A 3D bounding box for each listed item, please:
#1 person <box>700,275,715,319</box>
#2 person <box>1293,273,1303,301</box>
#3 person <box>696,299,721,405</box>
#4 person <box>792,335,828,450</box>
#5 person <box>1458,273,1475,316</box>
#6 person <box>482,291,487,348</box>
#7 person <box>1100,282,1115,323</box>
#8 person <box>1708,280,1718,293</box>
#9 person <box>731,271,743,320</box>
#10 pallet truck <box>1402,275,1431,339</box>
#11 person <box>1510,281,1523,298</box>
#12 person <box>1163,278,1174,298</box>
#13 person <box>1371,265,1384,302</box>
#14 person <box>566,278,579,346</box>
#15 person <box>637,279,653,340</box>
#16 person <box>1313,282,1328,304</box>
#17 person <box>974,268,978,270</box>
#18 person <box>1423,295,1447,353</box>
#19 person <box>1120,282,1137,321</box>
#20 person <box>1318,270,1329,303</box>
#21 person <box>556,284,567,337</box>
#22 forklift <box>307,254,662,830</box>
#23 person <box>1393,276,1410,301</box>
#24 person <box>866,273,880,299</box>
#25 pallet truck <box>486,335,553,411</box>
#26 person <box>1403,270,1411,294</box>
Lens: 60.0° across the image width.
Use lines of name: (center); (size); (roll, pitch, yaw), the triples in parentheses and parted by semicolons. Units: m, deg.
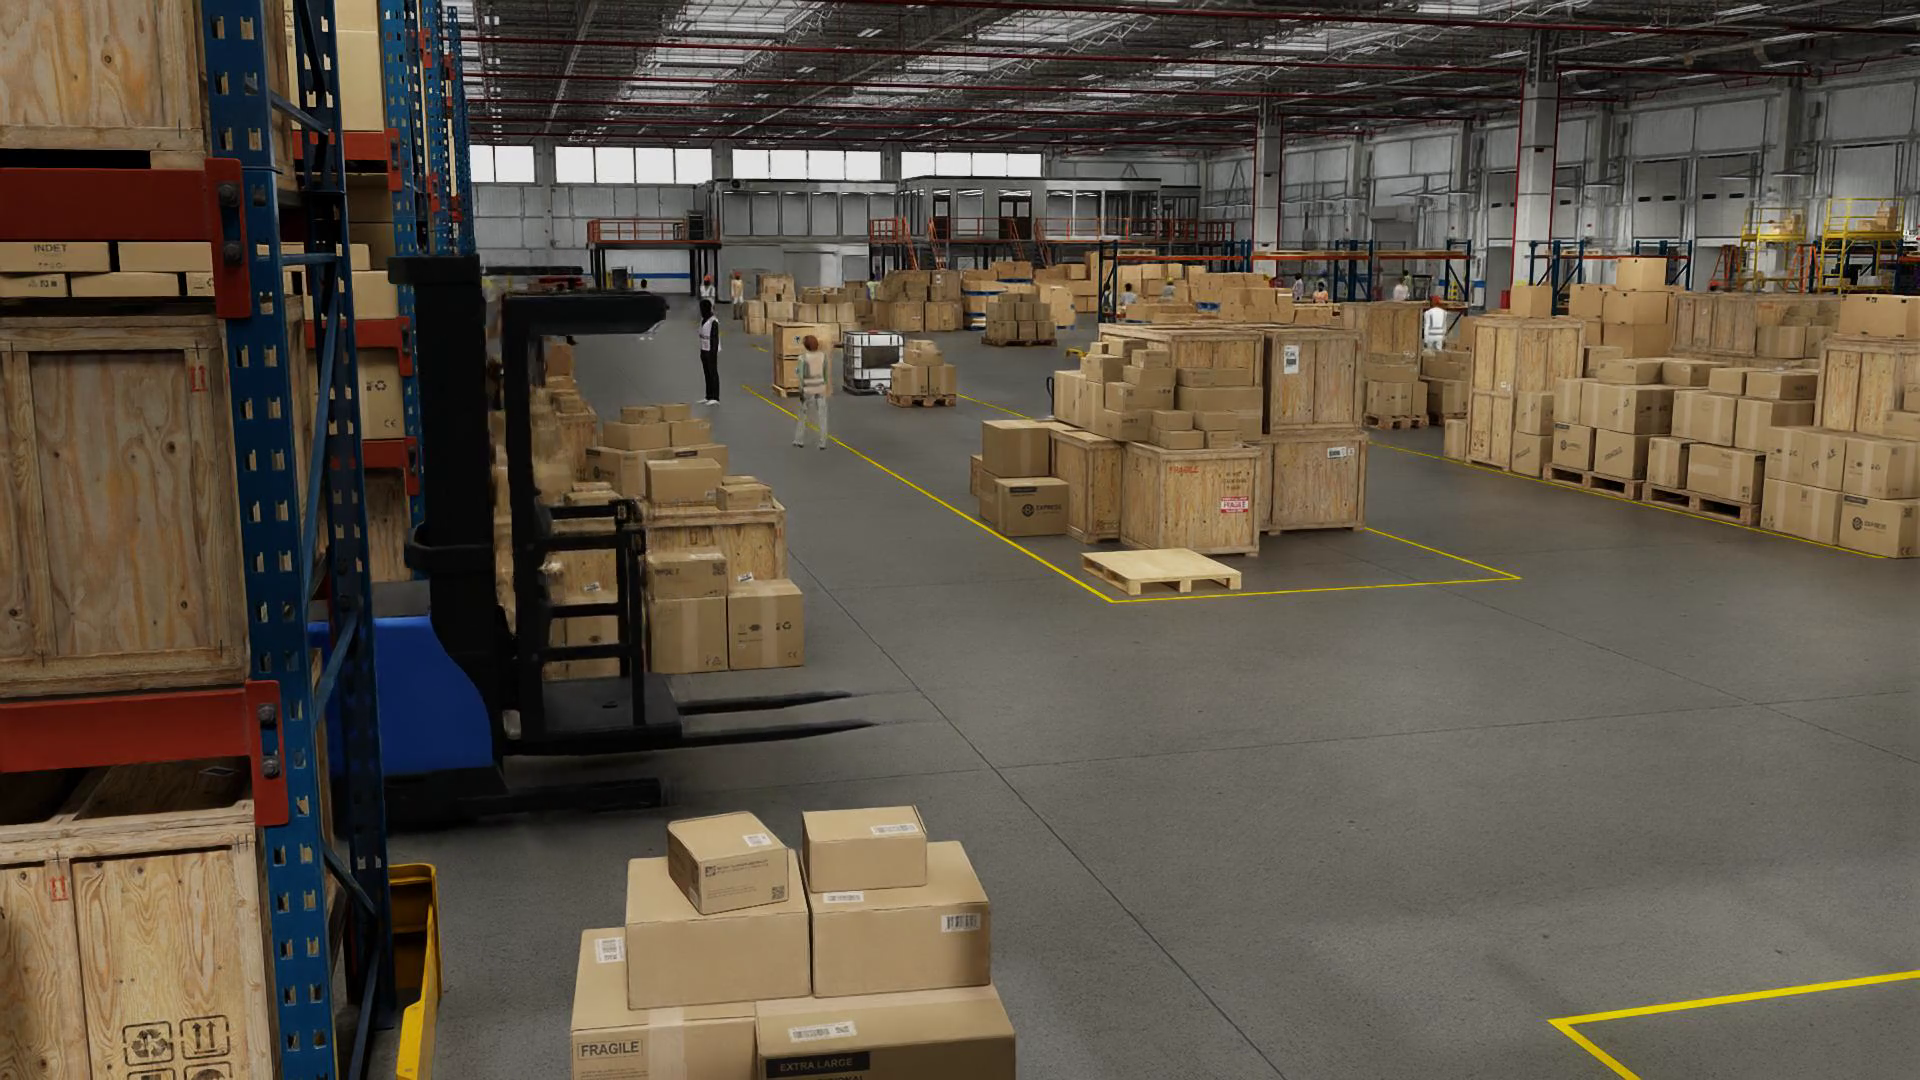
person: (-8.462, -7.882, 55.504); (0.556, 1.918, 0.637); (2, 10, 14)
person: (13.281, -9.591, 65.423); (0.429, 1.843, 0.633); (1, 10, 5)
person: (-4.557, -3.415, 30.248); (0.392, 1.915, 0.590); (-6, 12, -32)
person: (-2.118, -2.098, 23.669); (0.536, 1.610, 0.768); (-6, 11, -29)
person: (18.923, -9.047, 62.137); (0.598, 1.908, 0.421); (2, 10, 9)
person: (-13.019, -6.024, 44.658); (0.537, 2.000, 0.683); (3, 10, 15)
person: (4.273, -6.587, 48.422); (0.507, 1.840, 0.343); (1, 10, 8)
person: (21.226, -6.378, 47.047); (0.568, 1.899, 0.814); (-2, 10, -9)
person: (-8.643, -9.520, 64.845); (0.566, 1.907, 0.820); (-6, 12, -33)
pallet truck: (14.620, -7.324, 52.145); (0.823, 1.965, 1.885); (8, 13, 40)
person: (16.248, -6.584, 48.271); (0.592, 1.888, 0.952); (8, 13, 37)
person: (7.785, -8.814, 61.422); (0.509, 1.695, 0.881); (5, 11, 27)
person: (20.220, -12.295, 80.352); (0.626, 1.972, 0.832); (-6, 11, -29)
person: (-11.287, -6.628, 48.309); (0.380, 1.957, 0.612); (0, 10, 2)
person: (-9.663, -7.059, 51.007); (0.508, 1.872, 0.328); (-3, 10, -14)
person: (11.985, -7.729, 55.320); (0.534, 1.693, 0.321); (7, 12, 34)
person: (0.733, -11.728, 77.404); (0.337, 1.882, 0.584); (-1, 10, -6)
person: (10.119, -4.276, 35.309); (0.579, 1.860, 0.812); (-3, 10, -17)
person: (4.936, -6.597, 48.514); (0.564, 1.835, 0.635); (2, 10, 11)
person: (14.481, -9.746, 66.051); (0.617, 1.924, 0.651); (5, 11, 28)
person: (-12.694, -7.320, 52.993); (0.533, 1.694, 0.320); (1, 10, 5)
forklift: (-2.560, -0.051, 8.465); (1.873, 2.768, 1.129); (-3, 10, -15)
person: (14.527, -7.703, 54.616); (1.010, 1.888, 0.648); (9, 14, 43)
person: (-3.142, -8.694, 60.124); (0.590, 1.919, 0.396); (-8, 13, -39)
pallet truck: (-6.242, -2.418, 24.362); (0.823, 1.965, 1.885); (1, 10, 3)
person: (19.727, -11.034, 73.642); (0.429, 1.830, 0.638); (7, 12, 34)
